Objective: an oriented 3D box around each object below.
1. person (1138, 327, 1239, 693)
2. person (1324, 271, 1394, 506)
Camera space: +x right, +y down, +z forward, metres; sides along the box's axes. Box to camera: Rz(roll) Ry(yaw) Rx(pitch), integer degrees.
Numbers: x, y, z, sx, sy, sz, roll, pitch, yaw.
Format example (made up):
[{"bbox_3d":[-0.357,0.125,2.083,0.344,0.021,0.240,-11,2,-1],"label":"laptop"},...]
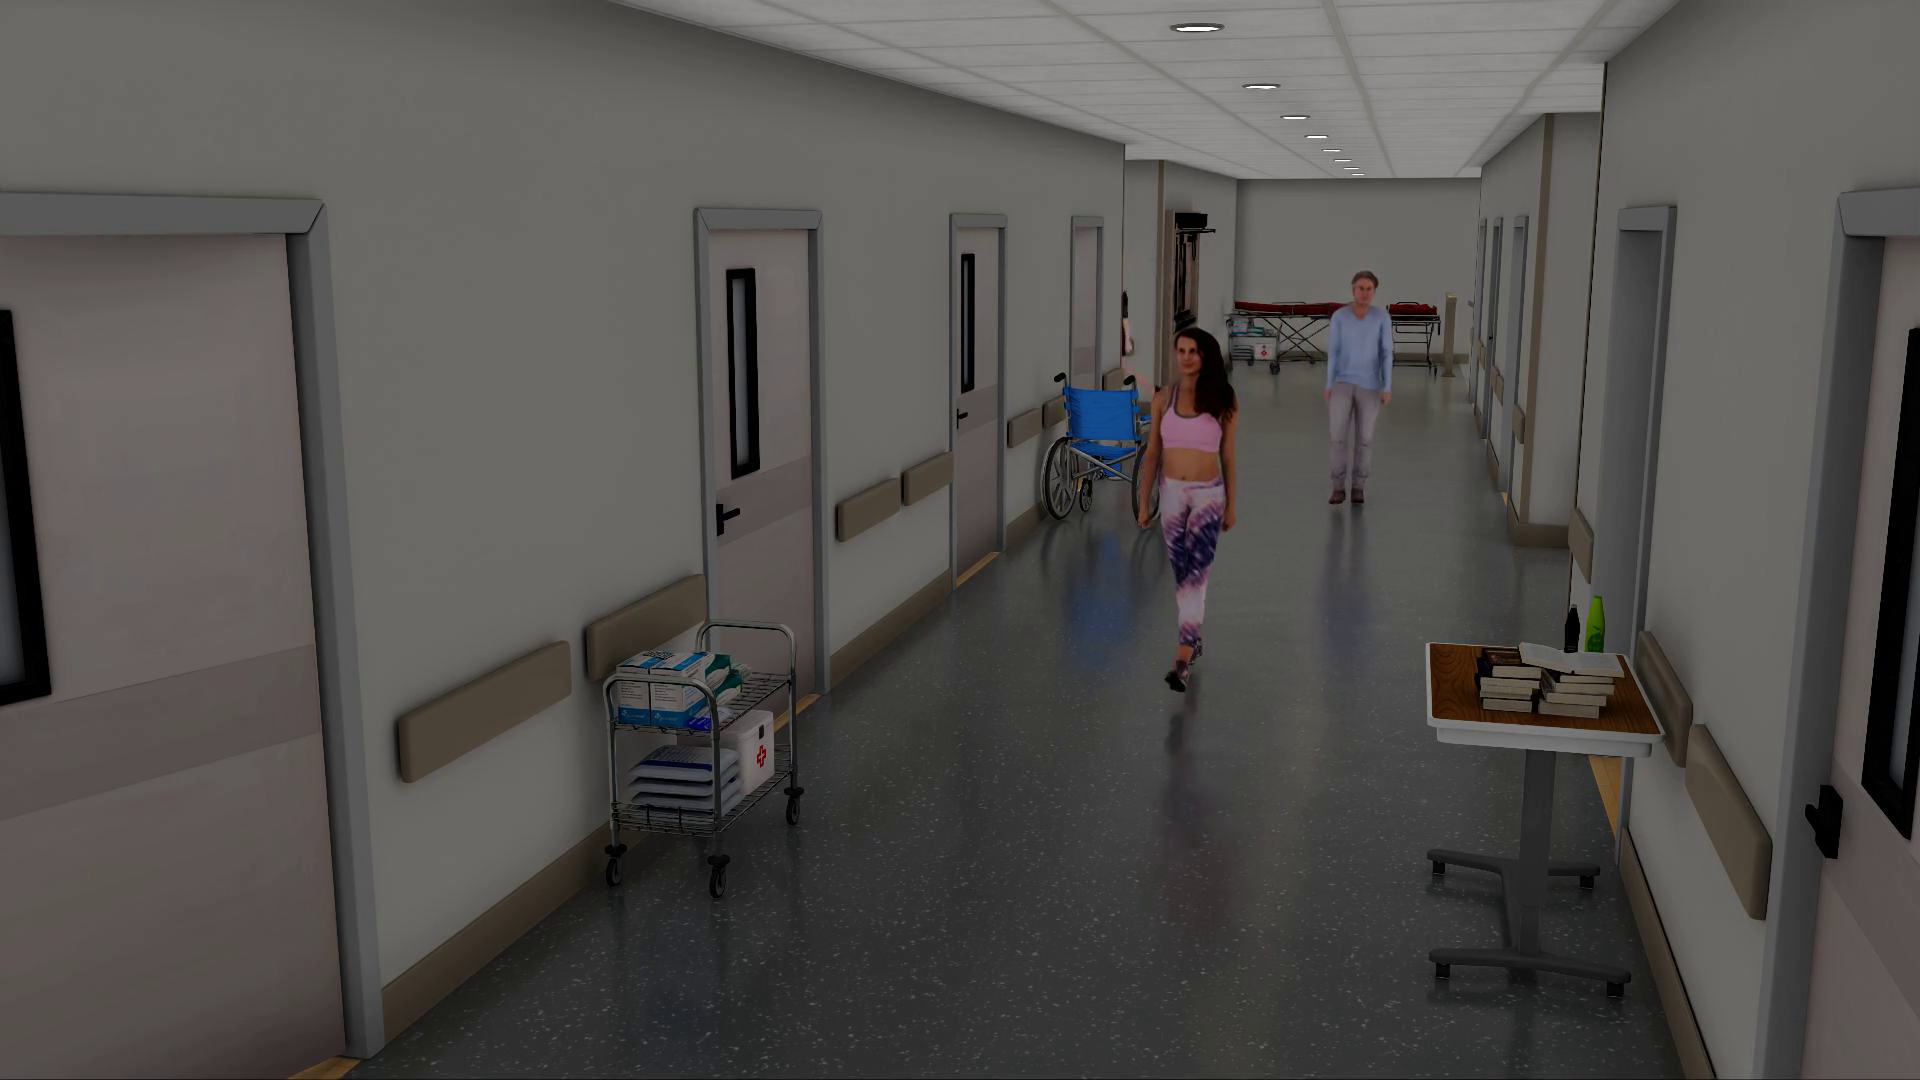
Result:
[{"bbox_3d":[1.150,-0.146,8.198,0.686,1.713,1.194,4,12,21],"label":"person"},{"bbox_3d":[3.194,-1.215,13.407,0.684,1.869,0.818,2,11,13],"label":"person"}]
